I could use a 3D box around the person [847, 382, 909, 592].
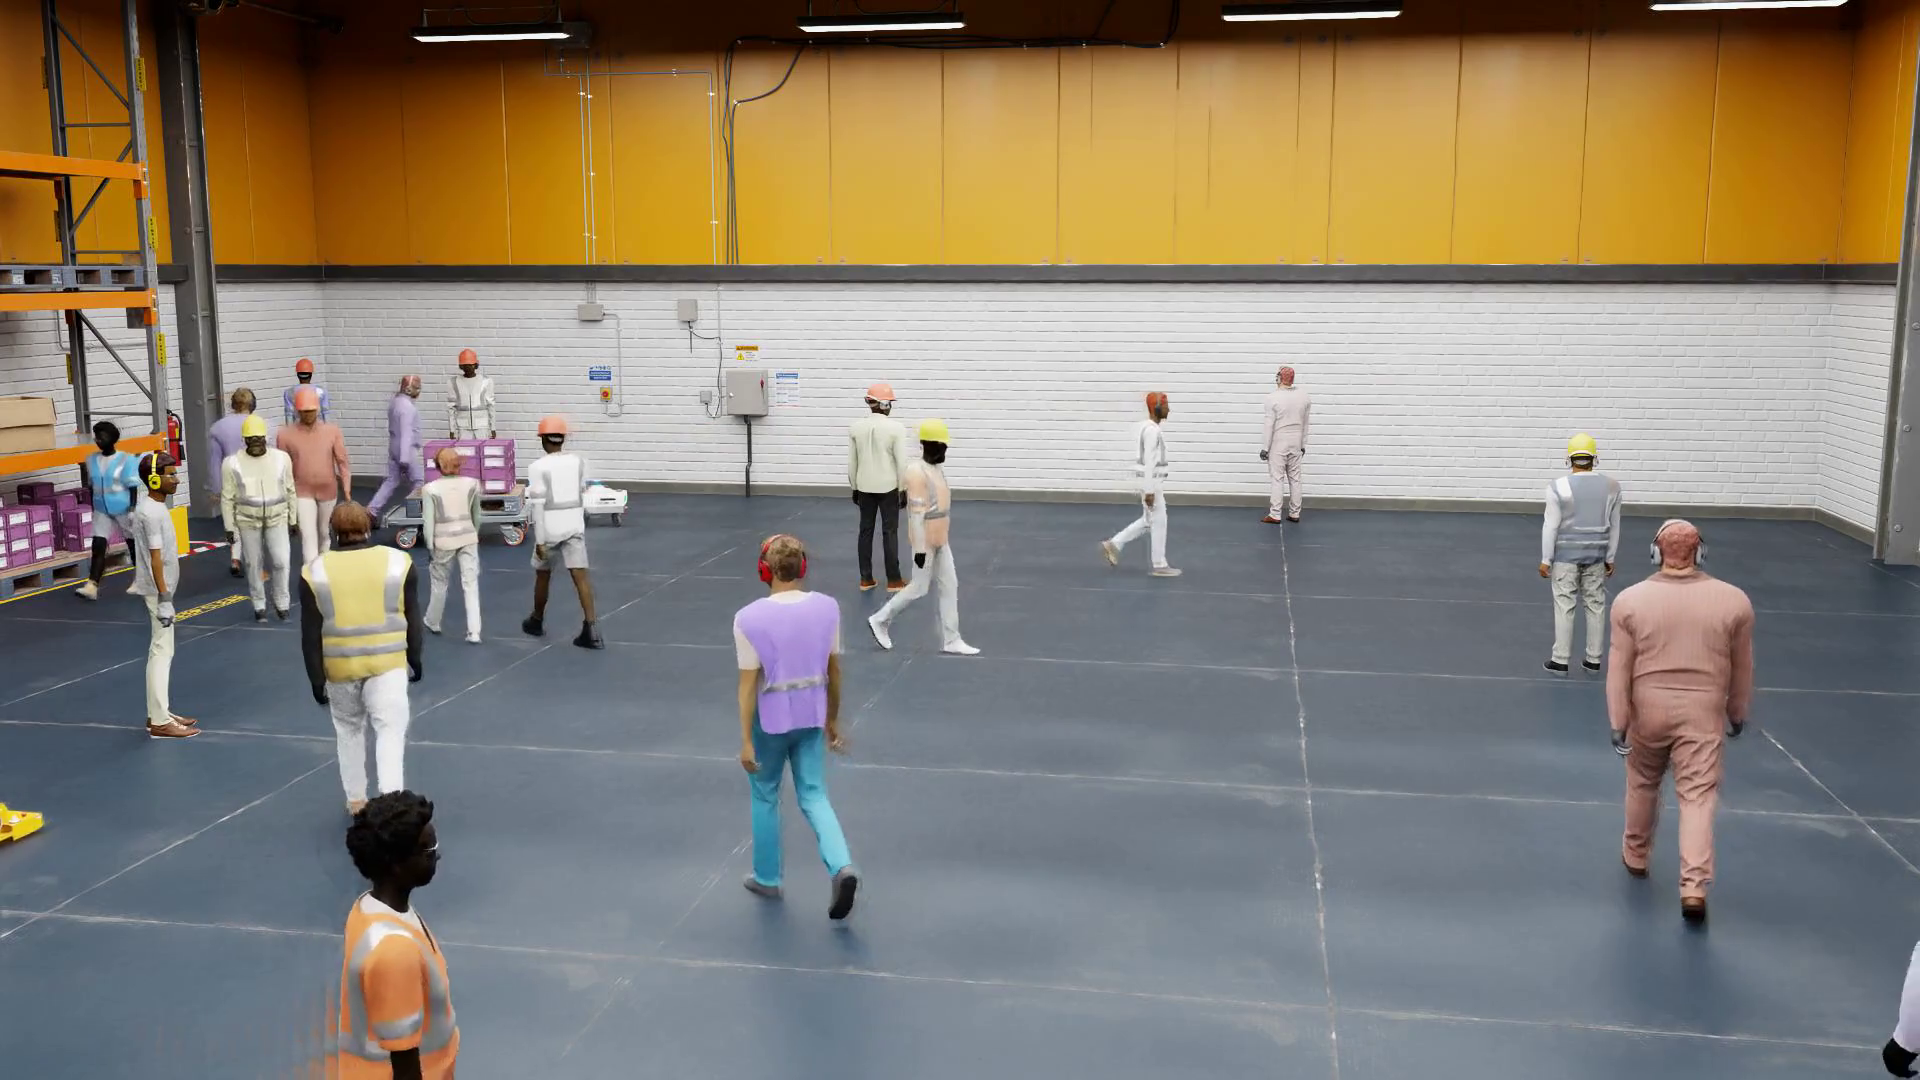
[{"bbox_3d":[-0.768,-0.501,15.828,0.612,1.991,0.392,4,10,23],"label":"person"}]

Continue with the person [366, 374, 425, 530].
[{"bbox_3d":[-6.601,-1.028,19.560,0.906,1.859,0.707,-6,11,-33],"label":"person"}]

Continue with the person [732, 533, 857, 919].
[{"bbox_3d":[-0.778,0.876,7.838,0.572,1.817,0.798,-6,11,-34],"label":"person"}]

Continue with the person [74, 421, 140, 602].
[{"bbox_3d":[-7.859,-0.261,15.354,0.552,1.648,0.843,1,9,6],"label":"person"}]

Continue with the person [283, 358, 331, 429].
[{"bbox_3d":[-8.309,-1.343,21.217,0.542,1.939,0.368,-4,10,-21],"label":"person"}]

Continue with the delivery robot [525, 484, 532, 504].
[{"bbox_3d":[-5.048,-0.495,19.946,0.707,0.478,0.477,3,10,20],"label":"delivery robot"}]

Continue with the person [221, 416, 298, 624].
[{"bbox_3d":[-5.994,-0.159,14.269,0.621,1.806,0.673,-5,10,-29],"label":"person"}]

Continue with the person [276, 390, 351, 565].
[{"bbox_3d":[-6.060,-0.442,15.636,0.610,1.943,1.017,-6,11,-32],"label":"person"}]

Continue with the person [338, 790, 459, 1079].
[{"bbox_3d":[-1.575,1.490,4.441,0.681,1.676,0.533,-3,10,-19],"label":"person"}]

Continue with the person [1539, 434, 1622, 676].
[{"bbox_3d":[4.649,0.114,12.522,0.593,1.826,0.403,-1,9,-4],"label":"person"}]

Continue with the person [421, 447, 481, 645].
[{"bbox_3d":[-4.193,0.037,13.714,0.519,1.597,0.852,-6,11,-33],"label":"person"}]

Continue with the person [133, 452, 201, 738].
[{"bbox_3d":[-5.218,0.357,10.884,0.313,1.869,0.528,-5,10,-27],"label":"person"}]

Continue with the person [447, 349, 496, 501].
[{"bbox_3d":[-6.443,-1.503,21.951,0.611,2.030,0.410,-2,9,-11],"label":"person"}]

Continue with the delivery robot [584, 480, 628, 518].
[{"bbox_3d":[-4.316,-0.472,19.804,0.707,0.478,0.477,-2,9,-11],"label":"delivery robot"}]

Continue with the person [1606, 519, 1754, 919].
[{"bbox_3d":[3.440,0.832,7.978,0.651,1.862,0.986,3,10,19],"label":"person"}]

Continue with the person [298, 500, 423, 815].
[{"bbox_3d":[-3.235,0.687,9.037,0.623,1.812,0.855,-3,10,-18],"label":"person"}]

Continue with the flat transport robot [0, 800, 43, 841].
[{"bbox_3d":[-5.424,1.561,8.360,0.652,0.197,1.431,2,9,12],"label":"flat transport robot"}]

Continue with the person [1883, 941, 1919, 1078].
[{"bbox_3d":[2.935,1.398,4.627,0.645,1.794,0.933,0,9,-3],"label":"person"}]

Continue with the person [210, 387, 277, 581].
[{"bbox_3d":[-6.929,-0.533,16.241,0.632,1.918,0.442,1,9,7],"label":"person"}]

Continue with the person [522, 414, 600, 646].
[{"bbox_3d":[-3.259,-0.084,13.613,0.544,1.884,1.027,-7,12,-39],"label":"person"}]

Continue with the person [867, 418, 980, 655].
[{"bbox_3d":[-0.295,-0.028,13.198,0.865,1.898,0.599,3,10,20],"label":"person"}]

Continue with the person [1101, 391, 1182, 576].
[{"bbox_3d":[1.830,-0.553,16.578,0.721,1.862,0.581,1,9,3],"label":"person"}]

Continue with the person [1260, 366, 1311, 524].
[{"bbox_3d":[3.903,-1.145,20.089,0.638,1.909,0.408,-4,10,-24],"label":"person"}]
